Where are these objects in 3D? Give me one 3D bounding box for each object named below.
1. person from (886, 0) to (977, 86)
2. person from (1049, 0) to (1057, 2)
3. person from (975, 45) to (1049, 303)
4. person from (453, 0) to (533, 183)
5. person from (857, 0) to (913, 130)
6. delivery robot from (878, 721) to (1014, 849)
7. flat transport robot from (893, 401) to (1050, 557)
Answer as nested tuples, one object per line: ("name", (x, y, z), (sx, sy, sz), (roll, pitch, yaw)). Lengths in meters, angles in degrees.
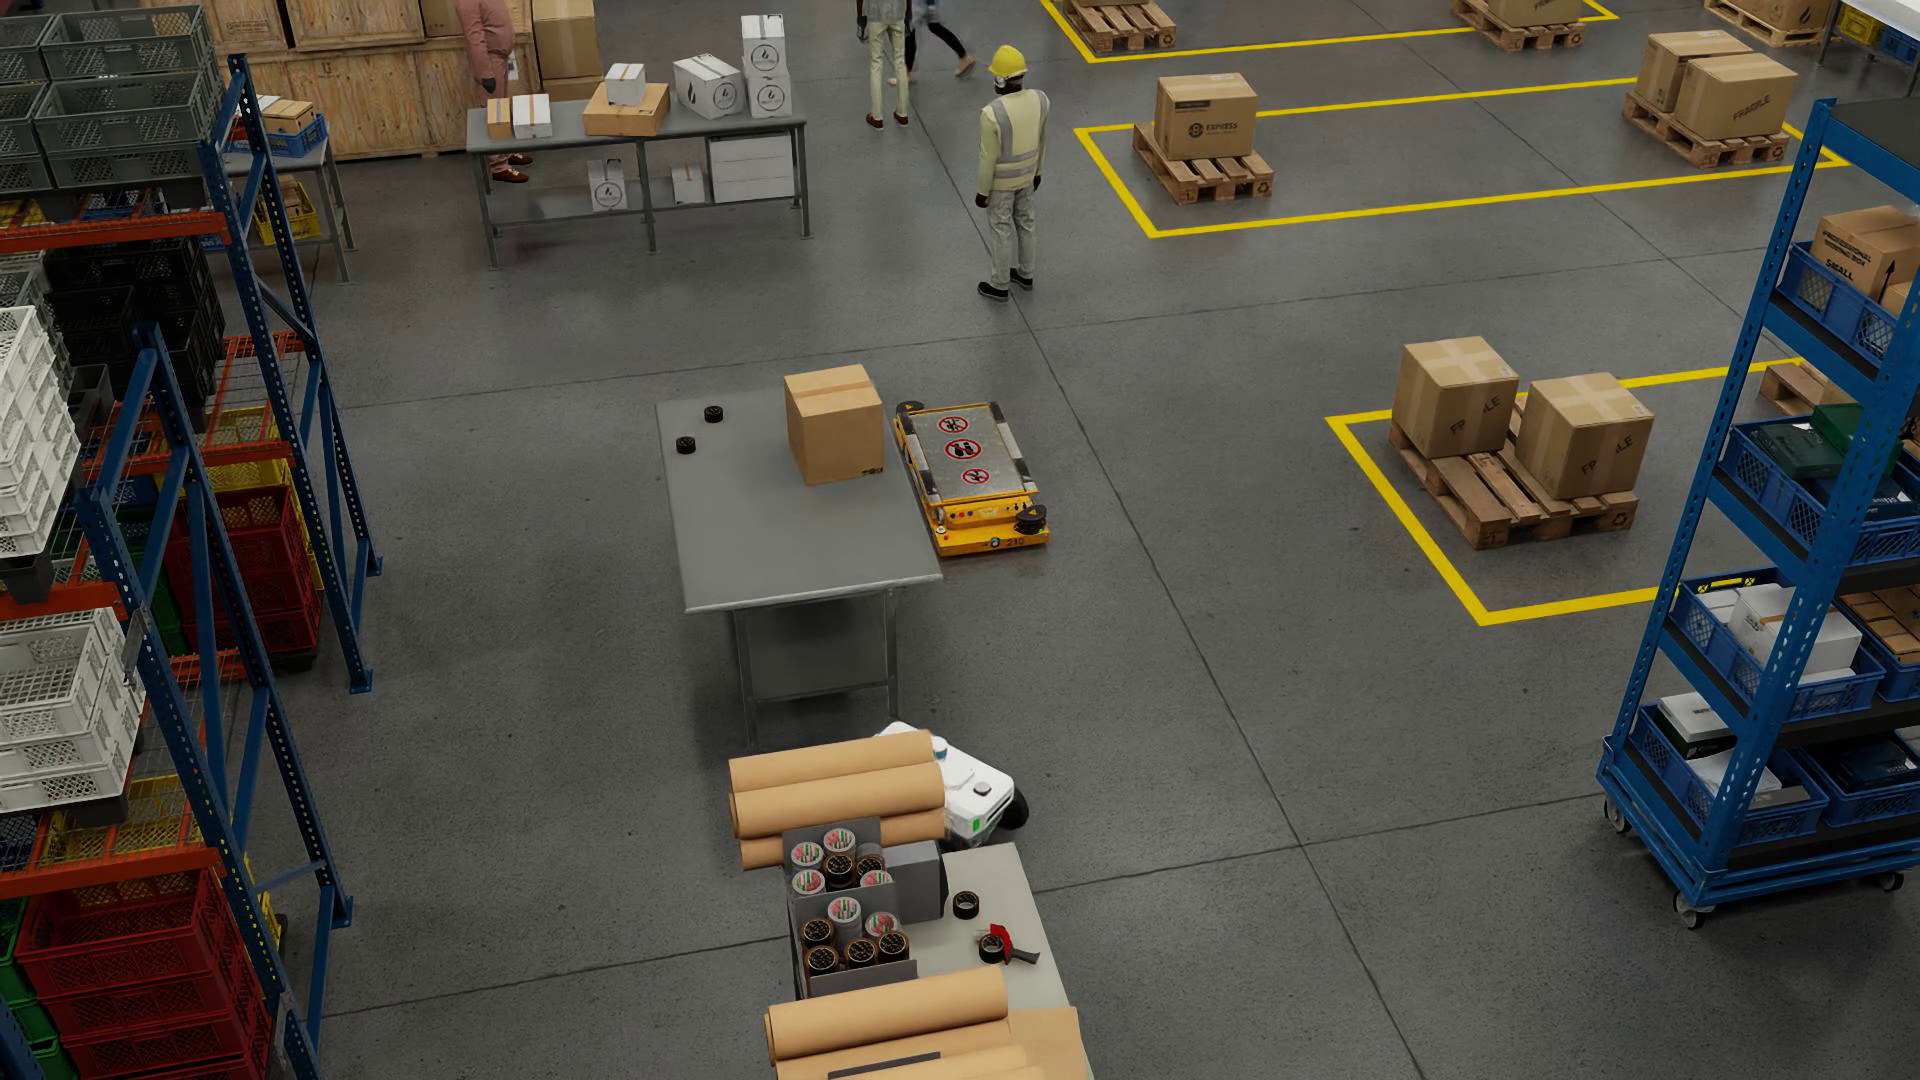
("person", (-0.252, -4.936, 15.014), (0.807, 1.671, 0.534), (4, 37, 5))
("person", (1.113, -6.439, 16.826), (0.581, 1.911, 0.396), (2, 37, 3))
("person", (0.339, -2.563, 11.678), (0.603, 1.828, 0.404), (-28, 45, -32))
("person", (-3.741, -3.840, 13.338), (0.407, 1.902, 0.639), (-3, 37, -4))
("person", (-0.640, -4.434, 14.173), (0.500, 1.862, 0.327), (-8, 37, -11))
("delivery robot", (-0.109, 1.120, 7.714), (0.707, 0.478, 0.477), (23, 43, 28))
("flat transport robot", (0.046, -0.430, 10.108), (0.652, 0.197, 1.431), (-8, 37, -10))
